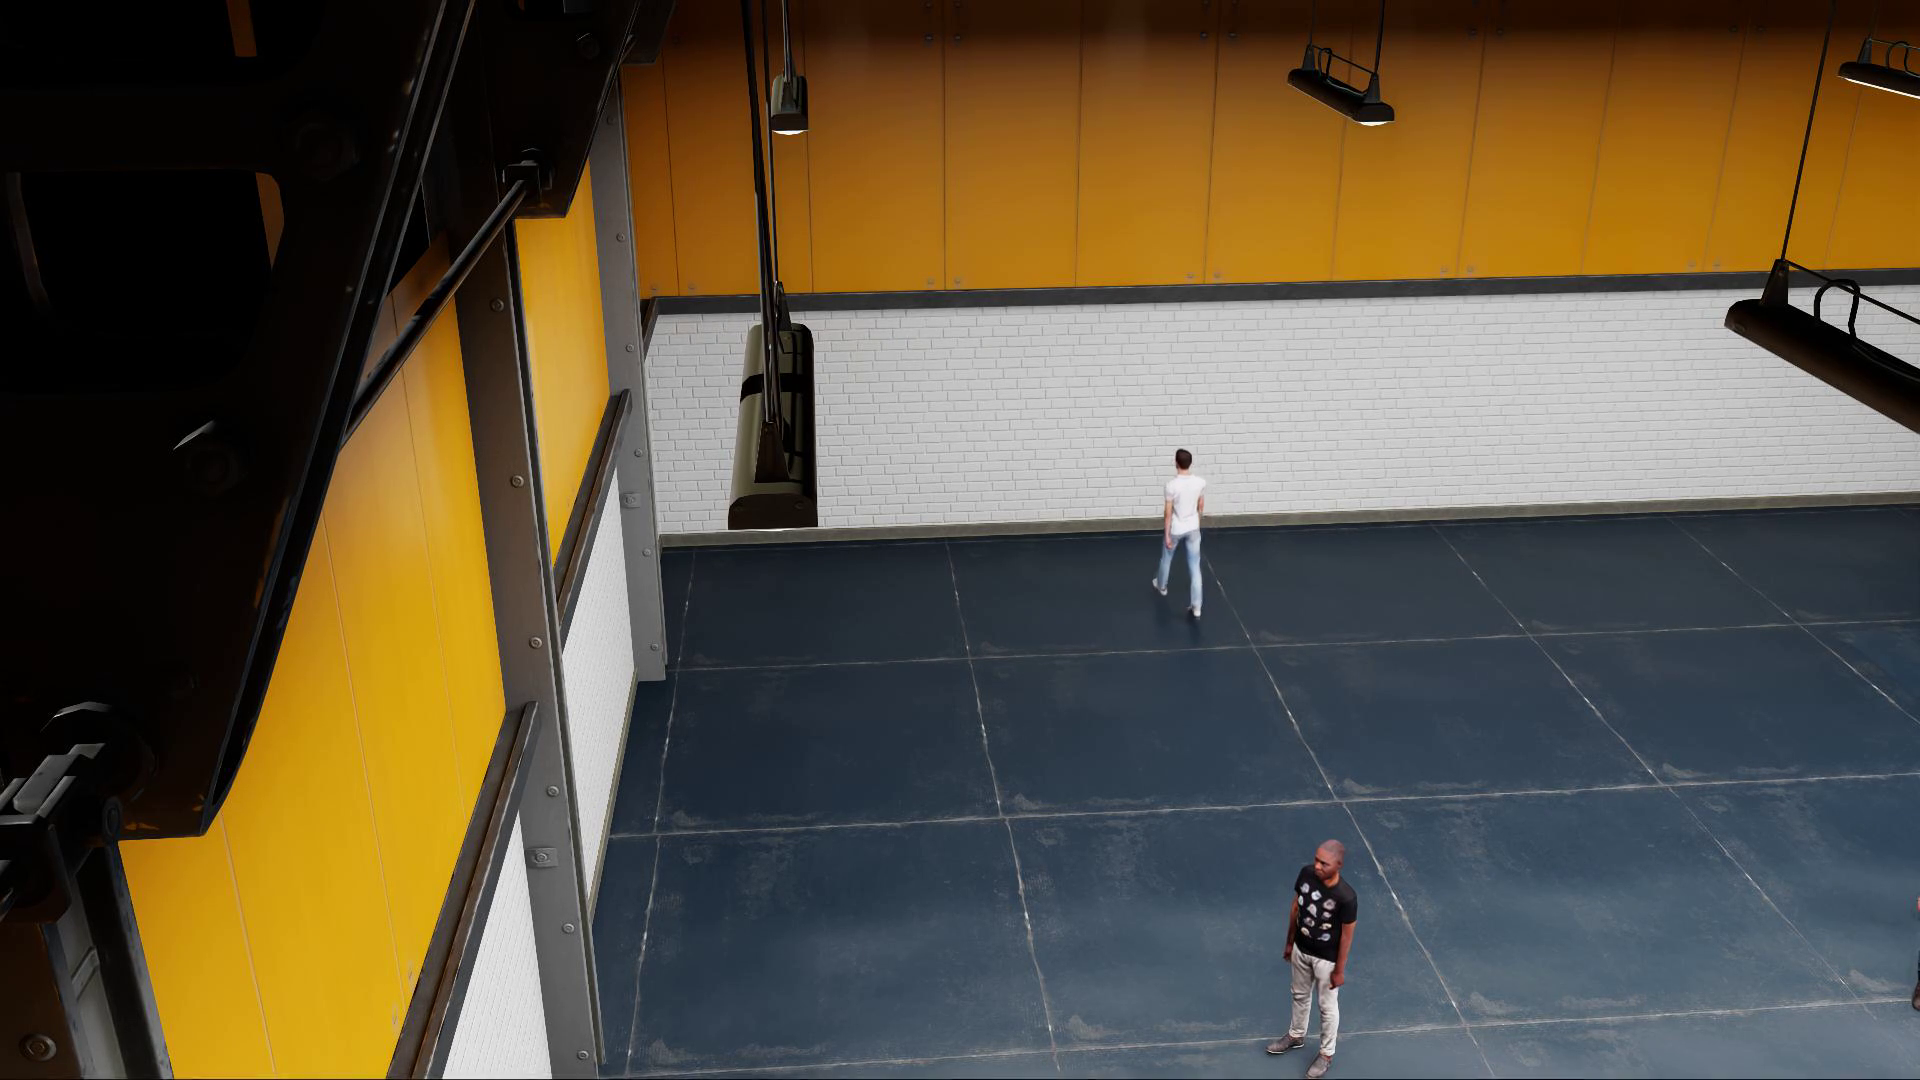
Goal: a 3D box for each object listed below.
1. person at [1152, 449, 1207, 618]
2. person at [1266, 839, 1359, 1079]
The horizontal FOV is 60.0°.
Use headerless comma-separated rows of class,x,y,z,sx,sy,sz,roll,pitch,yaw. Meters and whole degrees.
person,2.447,-0.045,17.900,0.744,1.805,1.235,-5,24,-11
person,2.457,2.814,11.359,0.819,1.805,0.730,-19,30,-36
